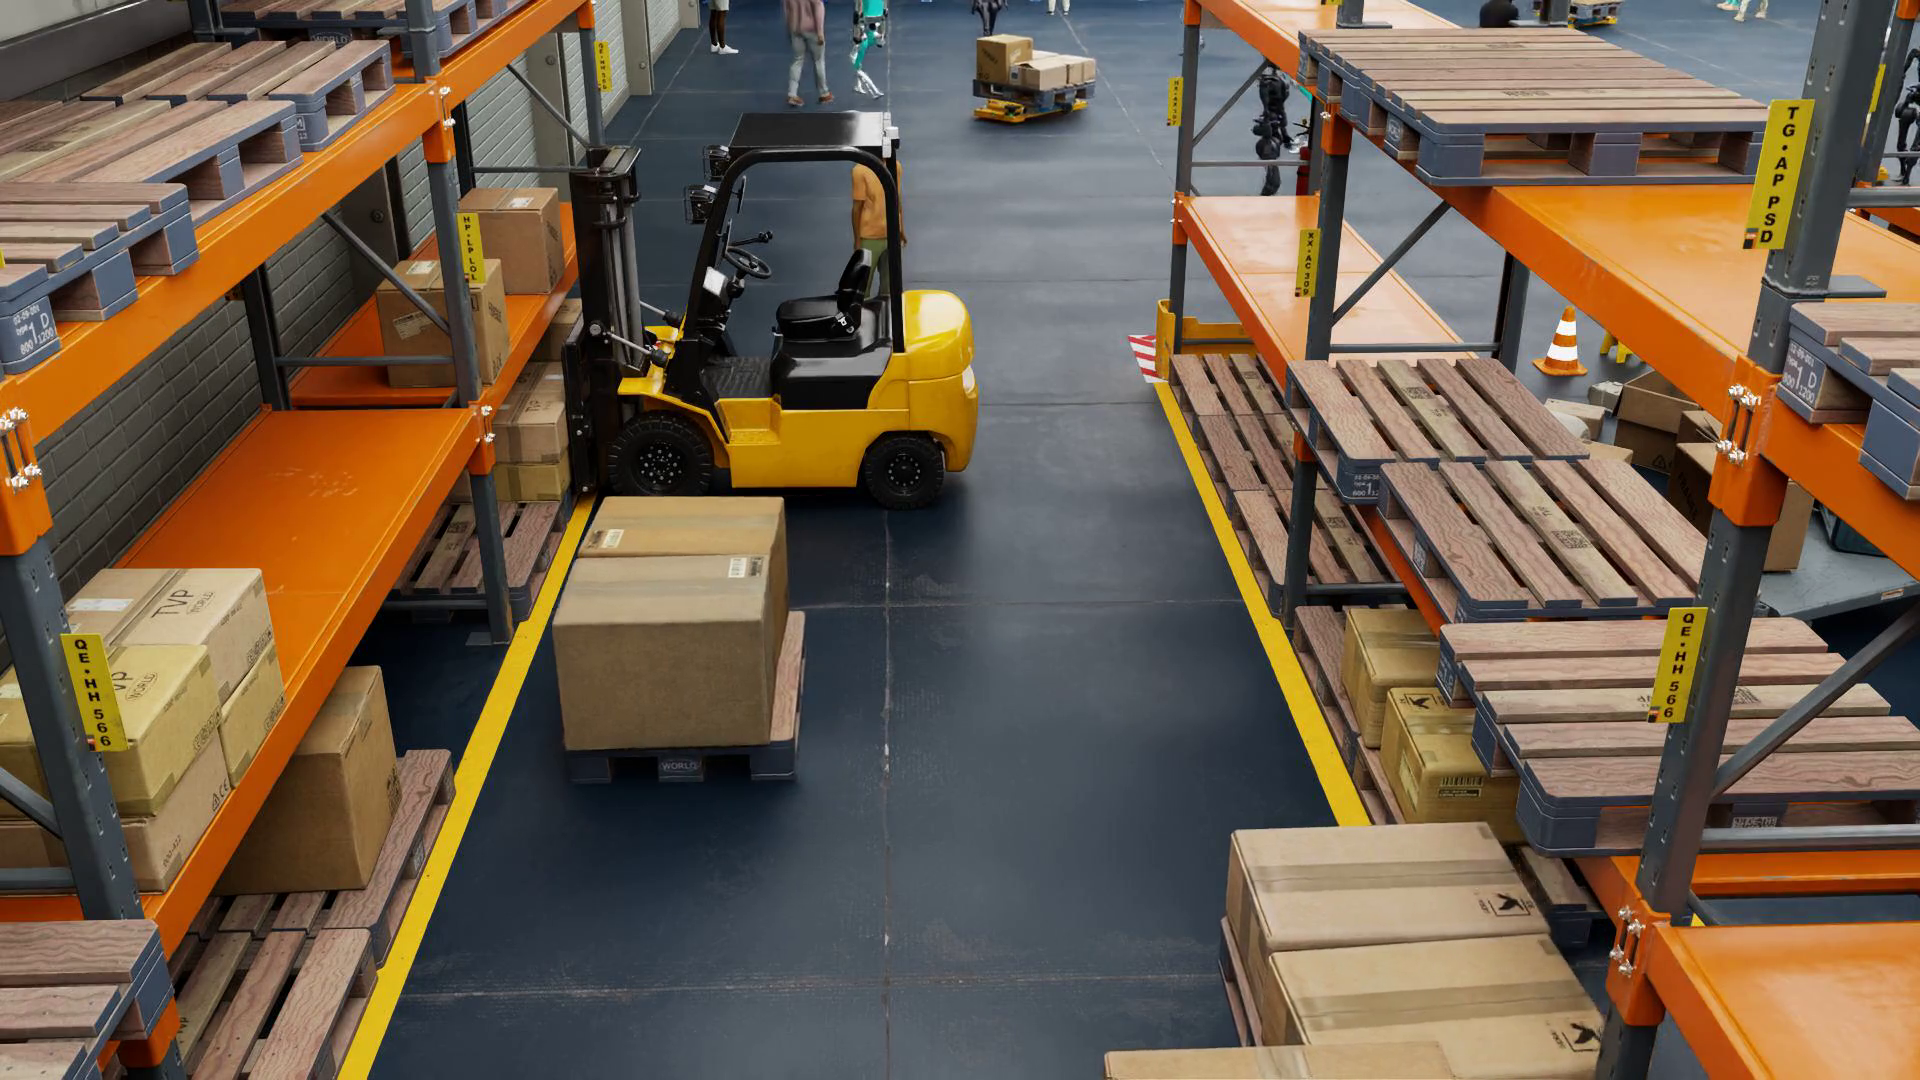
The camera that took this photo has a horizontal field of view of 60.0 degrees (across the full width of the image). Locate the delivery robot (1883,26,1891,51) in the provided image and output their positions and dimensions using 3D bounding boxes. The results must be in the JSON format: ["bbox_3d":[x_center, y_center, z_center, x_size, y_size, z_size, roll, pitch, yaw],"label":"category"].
[{"bbox_3d":[13.595,-7.406,24.671,0.813,0.610,0.499,-15,29,-29],"label":"delivery robot"}]

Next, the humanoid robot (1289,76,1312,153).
[{"bbox_3d":[3.932,-5.260,18.678,0.731,1.768,0.540,3,25,6],"label":"humanoid robot"}]

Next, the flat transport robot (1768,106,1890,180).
[{"bbox_3d":[9.156,-4.067,17.916,1.431,0.231,0.659,5,26,11],"label":"flat transport robot"}]

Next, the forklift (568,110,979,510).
[{"bbox_3d":[-1.043,-1.379,9.976,2.313,2.155,1.214,-1,25,-2],"label":"forklift"}]

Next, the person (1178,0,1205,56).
[{"bbox_3d":[3.455,-8.092,24.625,0.455,1.821,0.613,-1,25,-1],"label":"person"}]

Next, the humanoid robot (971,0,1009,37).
[{"bbox_3d":[0.425,-8.104,24.901,0.593,1.628,0.783,-11,27,-22],"label":"humanoid robot"}]

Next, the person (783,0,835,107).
[{"bbox_3d":[-1.957,-6.476,21.099,0.643,1.912,0.823,14,29,28],"label":"person"}]

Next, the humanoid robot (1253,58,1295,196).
[{"bbox_3d":[2.990,-3.825,15.758,0.409,1.653,0.588,12,28,23],"label":"humanoid robot"}]

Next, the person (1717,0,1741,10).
[{"bbox_3d":[13.715,-10.301,29.208,0.376,1.912,0.491,1,25,2],"label":"person"}]

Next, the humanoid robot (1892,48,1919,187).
[{"bbox_3d":[9.898,-4.492,17.193,0.617,1.636,0.598,-18,31,-33],"label":"humanoid robot"}]

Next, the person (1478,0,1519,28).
[{"bbox_3d":[6.251,-5.583,19.316,0.499,1.835,0.595,-16,29,-30],"label":"person"}]

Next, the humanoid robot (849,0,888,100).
[{"bbox_3d":[-1.256,-6.485,21.300,0.551,1.739,0.970,-22,33,-38],"label":"humanoid robot"}]

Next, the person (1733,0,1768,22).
[{"bbox_3d":[13.554,-9.727,28.063,0.533,1.841,0.994,23,34,40],"label":"person"}]

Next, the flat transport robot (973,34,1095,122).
[{"bbox_3d":[0.899,-5.464,20.874,0.659,0.231,1.431,22,33,39],"label":"flat transport robot"}]

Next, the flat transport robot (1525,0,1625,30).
[{"bbox_3d":[10.216,-8.673,27.671,1.431,0.231,0.659,-16,30,-30],"label":"flat transport robot"}]

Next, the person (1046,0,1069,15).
[{"bbox_3d":[1.708,-9.981,28.699,0.571,1.750,0.329,-3,25,-7],"label":"person"}]

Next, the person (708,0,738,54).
[{"bbox_3d":[-3.629,-8.273,24.915,0.365,1.898,0.557,-15,29,-29],"label":"person"}]

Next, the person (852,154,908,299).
[{"bbox_3d":[-0.585,-2.246,12.362,0.457,1.717,0.369,-17,30,-32],"label":"person"}]
